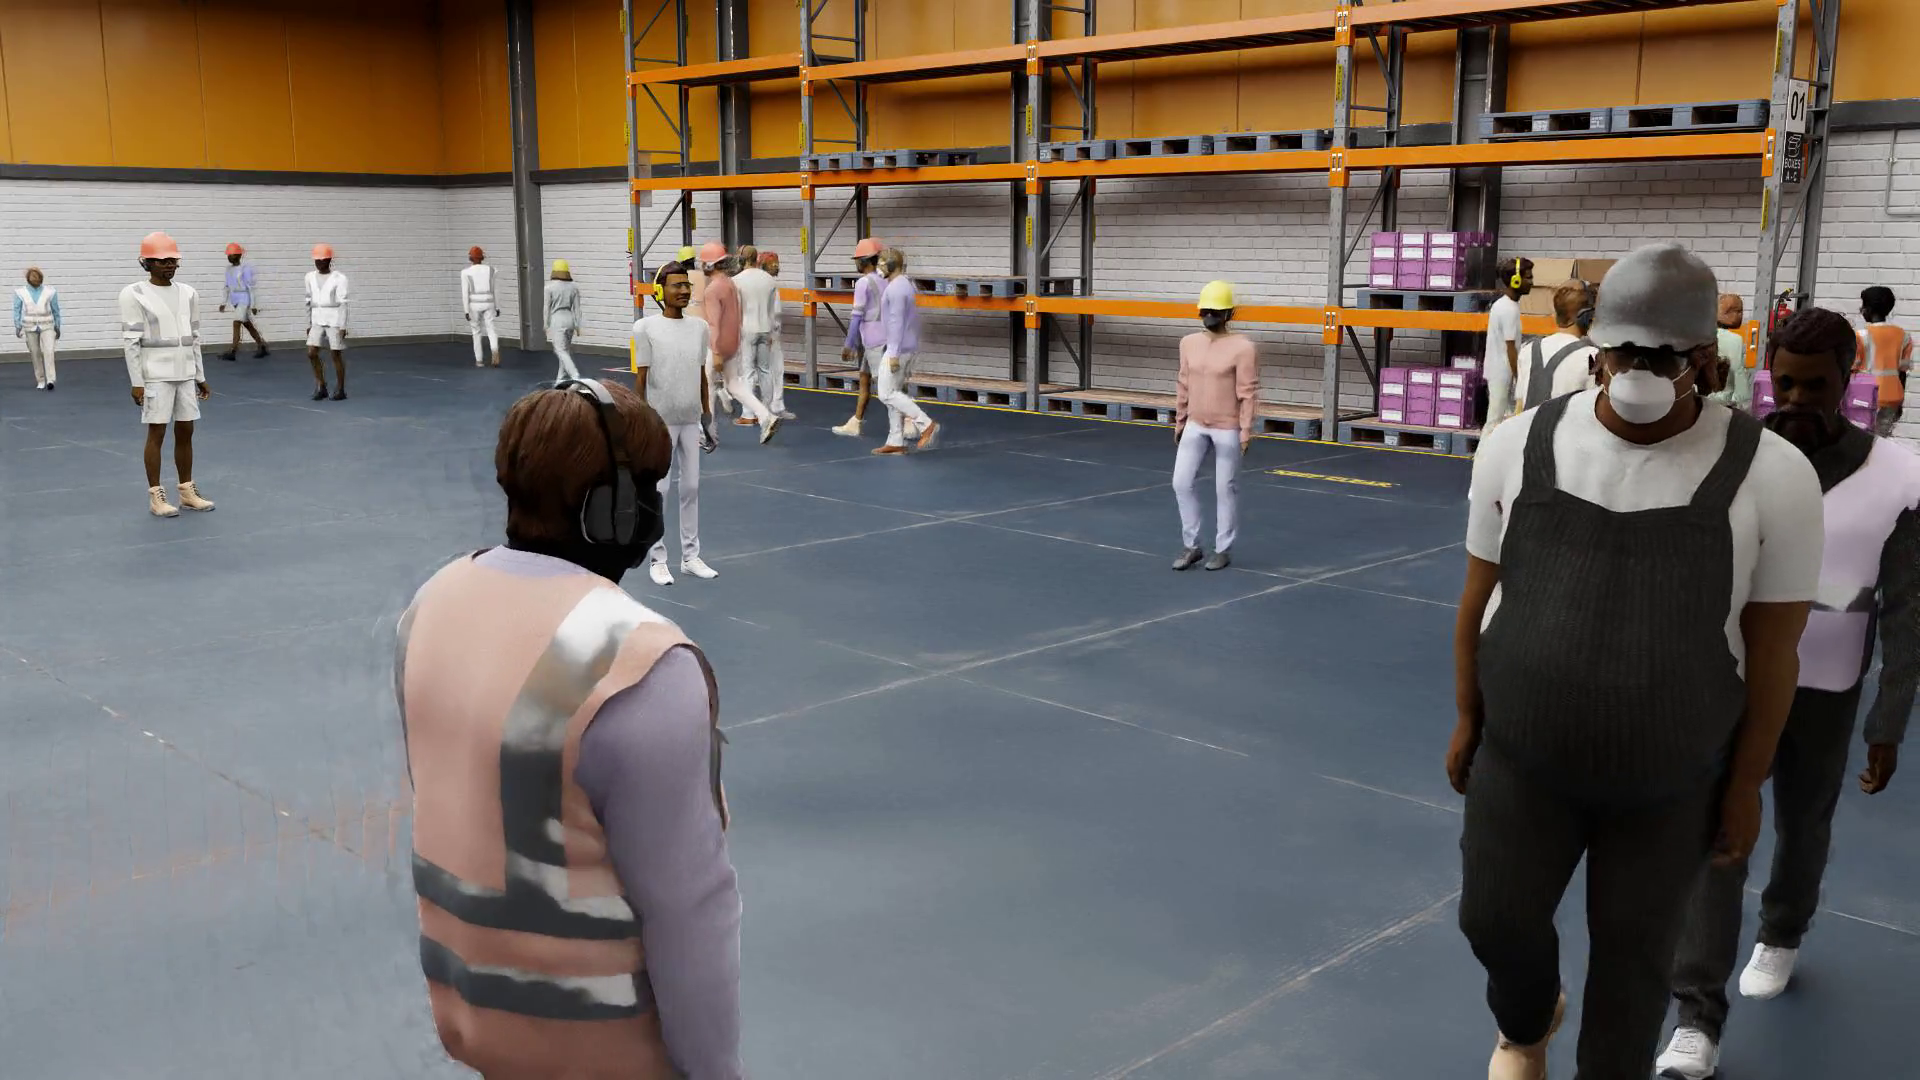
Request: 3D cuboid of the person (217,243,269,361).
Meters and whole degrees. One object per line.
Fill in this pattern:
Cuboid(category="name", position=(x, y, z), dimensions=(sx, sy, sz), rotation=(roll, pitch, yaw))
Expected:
Cuboid(category="person", position=(-11.715, -3.878, 27.110), dimensions=(0.544, 1.894, 1.000), rotation=(7, 12, 33))

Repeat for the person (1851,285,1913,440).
Cuboid(category="person", position=(6.603, -0.982, 11.927), dimensions=(0.534, 1.671, 0.634), rotation=(-3, 11, -13))

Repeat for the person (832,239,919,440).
Cuboid(category="person", position=(-0.819, -1.977, 16.492), dimensions=(1.017, 1.998, 0.615), rotation=(4, 11, 21))

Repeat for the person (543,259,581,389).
Cuboid(category="person", position=(-5.229, -2.857, 22.010), dimensions=(0.486, 1.716, 0.799), rotation=(-9, 14, -42))

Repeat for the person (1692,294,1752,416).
Cuboid(category="person", position=(5.678, -1.029, 12.395), dimensions=(0.860, 1.583, 0.512), rotation=(-1, 10, -6))

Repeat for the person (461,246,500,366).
Cuboid(category="person", position=(-7.334, -3.573, 25.539), dimensions=(0.591, 1.862, 0.805), rotation=(-5, 12, -26))

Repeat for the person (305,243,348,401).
Cuboid(category="person", position=(-7.747, -2.636, 20.249), dimensions=(0.583, 1.914, 0.657), rotation=(2, 11, 9))

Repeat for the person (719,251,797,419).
Cuboid(category="person", position=(-2.242, -2.248, 18.347), dimensions=(0.792, 1.858, 0.586), rotation=(4, 11, 19))

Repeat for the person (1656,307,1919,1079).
Cuboid(category="person", position=(2.022, 0.361, 4.106), dimensions=(0.604, 1.853, 1.048), rotation=(7, 12, 33))

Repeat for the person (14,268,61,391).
Cuboid(category="person", position=(-12.048, -2.745, 21.741), dimensions=(0.521, 1.593, 0.870), rotation=(-4, 11, -23))

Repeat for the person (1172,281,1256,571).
Cuboid(category="person", position=(1.493, -0.666, 9.951), dimensions=(0.560, 1.743, 0.557), rotation=(7, 13, 35))

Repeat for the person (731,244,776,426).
Cuboid(category="person", position=(-2.215, -2.172, 17.708), dimensions=(0.368, 1.932, 0.622), rotation=(10, 14, 43))

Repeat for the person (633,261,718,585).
Cuboid(category="person", position=(-1.654, -0.683, 9.726), dimensions=(0.513, 1.877, 0.328), rotation=(-9, 14, -40))

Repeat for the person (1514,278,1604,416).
Cuboid(category="person", position=(2.980, -0.339, 8.004), dimensions=(0.826, 1.812, 0.531), rotation=(-5, 12, -25))

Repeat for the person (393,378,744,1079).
Cuboid(category="person", position=(-0.554, 0.687, 2.394), dimensions=(0.463, 1.833, 0.641), rotation=(-10, 14, -43))

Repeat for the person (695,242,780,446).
Cuboid(category="person", position=(-2.218, -1.857, 15.893), dimensions=(0.876, 1.970, 0.627), rotation=(3, 11, 17))

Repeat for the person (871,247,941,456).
Cuboid(category="person", position=(-0.517, -1.708, 15.195), dimensions=(0.544, 1.917, 0.643), rotation=(0, 10, 1))

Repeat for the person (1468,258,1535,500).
Cuboid(category="person", position=(4.233, -1.192, 12.560), dimensions=(0.741, 1.844, 0.565), rotation=(3, 11, 15))

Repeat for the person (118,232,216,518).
Cuboid(category="person", position=(-5.715, -1.192, 12.036), dimensions=(0.372, 2.042, 0.615), rotation=(5, 12, 27))

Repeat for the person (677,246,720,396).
Cuboid(category="person", position=(-3.352, -2.768, 21.110), dimensions=(0.633, 1.880, 0.671), rotation=(-7, 12, -33))
